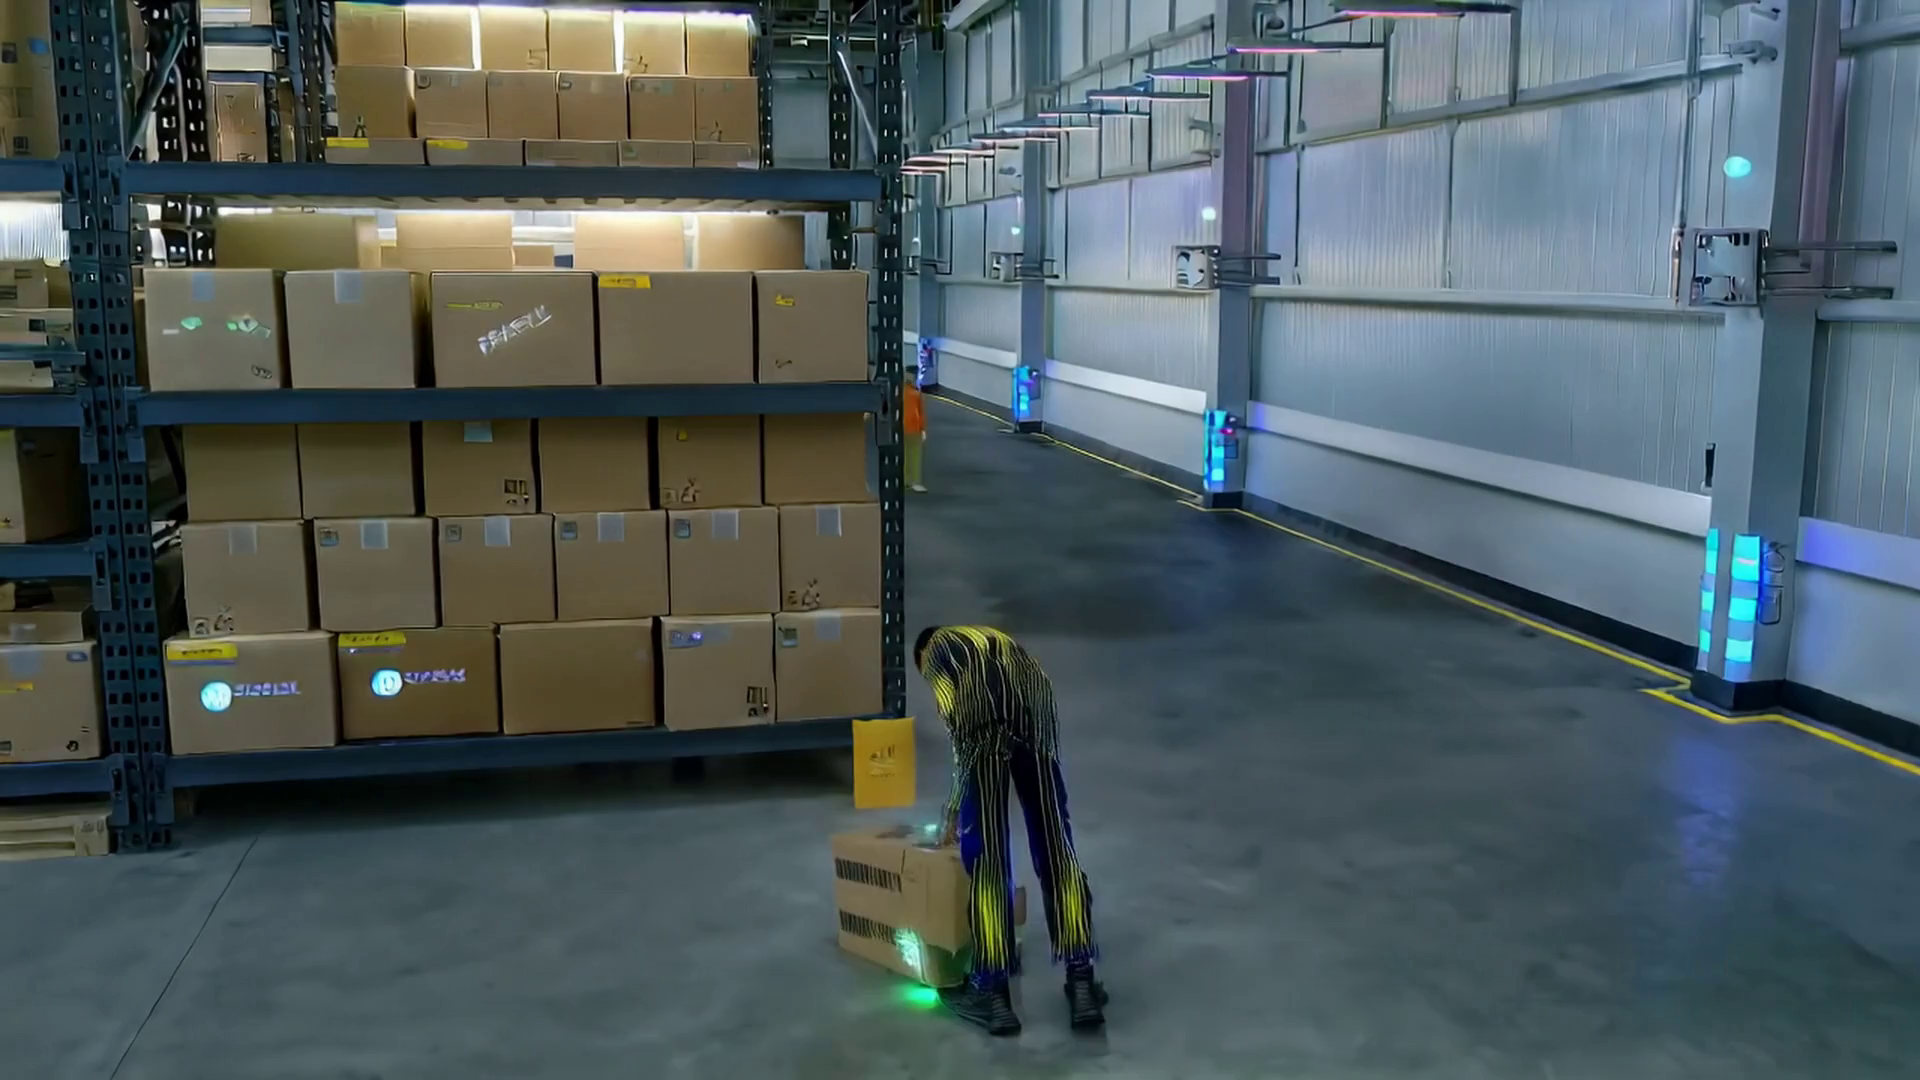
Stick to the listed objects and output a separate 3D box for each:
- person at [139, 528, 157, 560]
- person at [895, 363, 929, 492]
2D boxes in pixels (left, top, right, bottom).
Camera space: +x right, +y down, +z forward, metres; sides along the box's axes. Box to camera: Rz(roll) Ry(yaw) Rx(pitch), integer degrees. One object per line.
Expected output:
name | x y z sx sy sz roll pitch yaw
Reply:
person | -6.371 0.069 12.698 0.954 1.793 0.646 -2 9 -10
person | -0.661 -1.530 22.609 0.581 1.736 0.368 9 13 43
